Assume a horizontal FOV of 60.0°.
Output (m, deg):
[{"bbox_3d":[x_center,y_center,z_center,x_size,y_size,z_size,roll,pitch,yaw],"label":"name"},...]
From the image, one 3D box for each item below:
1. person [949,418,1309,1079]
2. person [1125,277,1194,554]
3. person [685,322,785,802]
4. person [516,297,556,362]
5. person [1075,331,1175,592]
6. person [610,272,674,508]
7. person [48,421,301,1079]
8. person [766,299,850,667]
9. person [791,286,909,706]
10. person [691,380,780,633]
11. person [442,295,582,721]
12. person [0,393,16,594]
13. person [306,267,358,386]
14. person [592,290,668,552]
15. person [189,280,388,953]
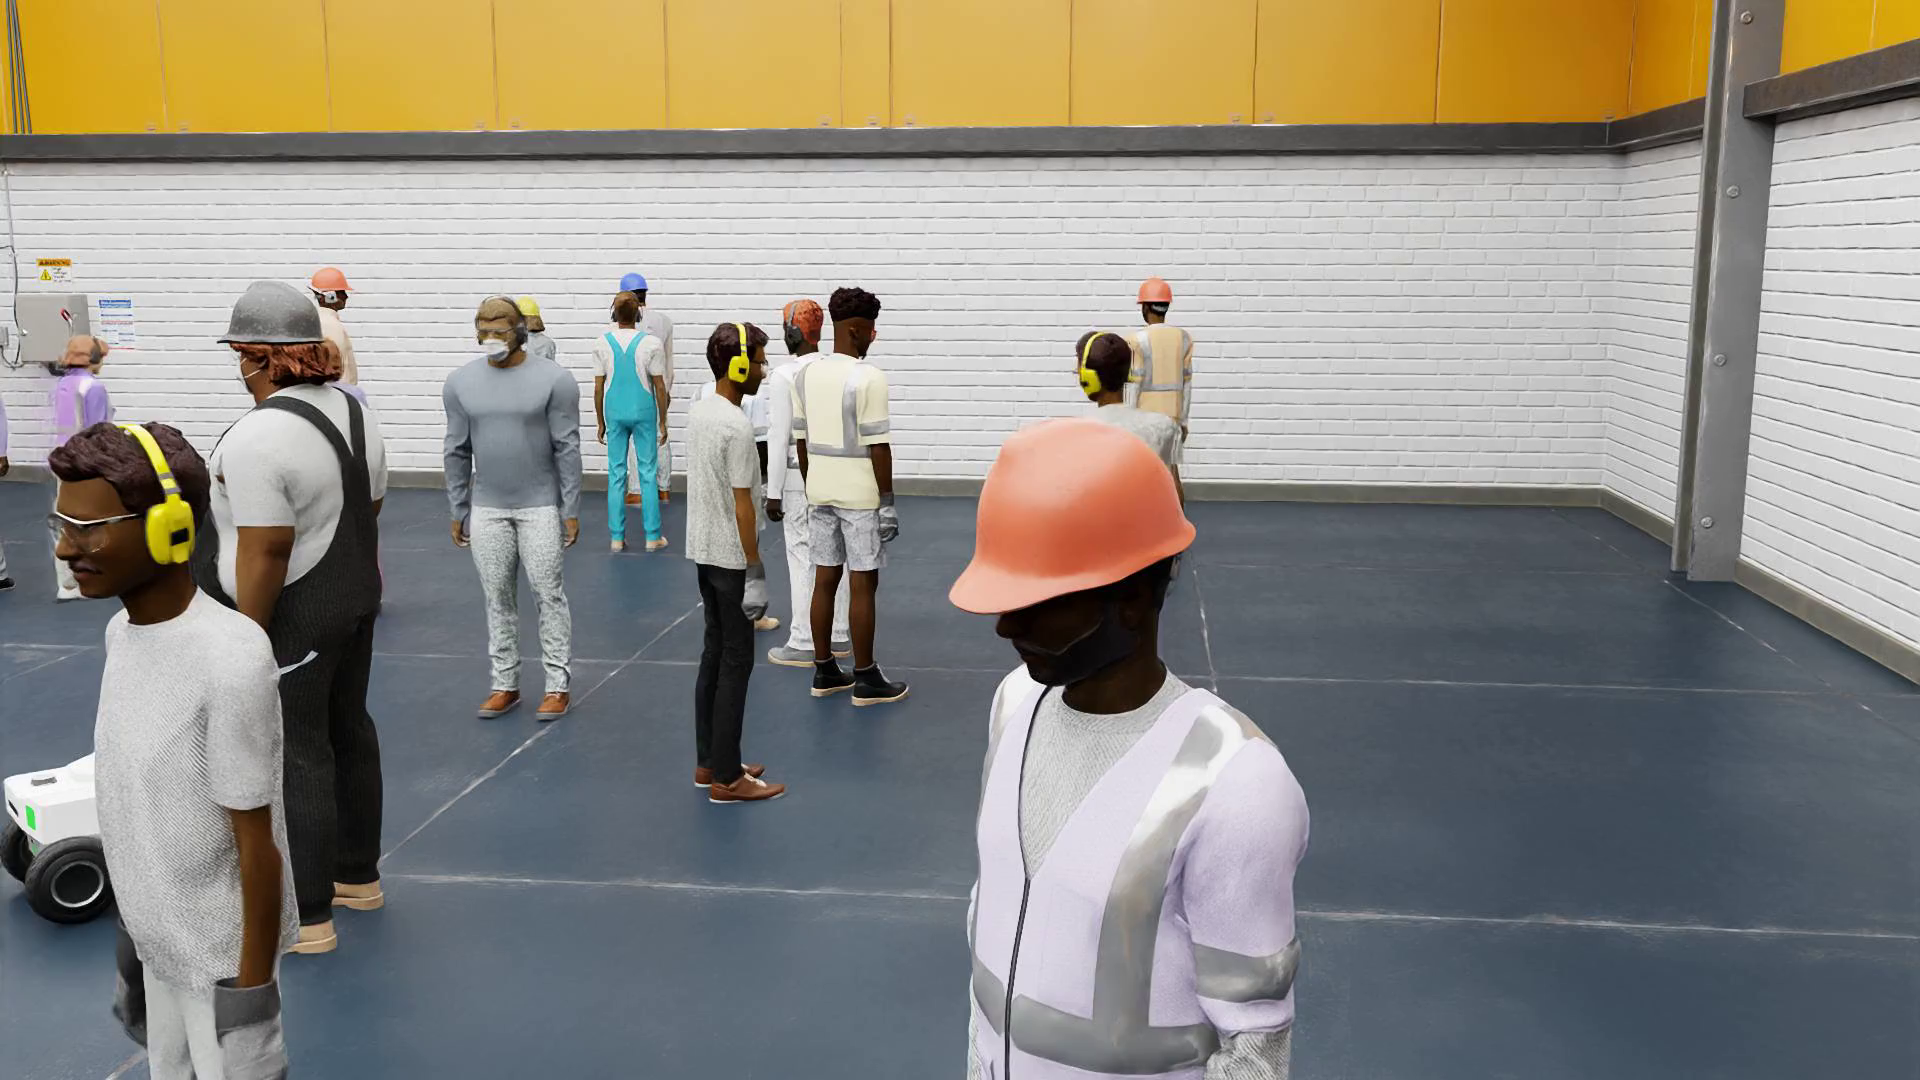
[{"bbox_3d":[0.164,0.801,2.151,0.375,1.927,0.543,-7,12,-35],"label":"person"},{"bbox_3d":[1.350,-0.849,11.578,0.551,1.933,0.378,-5,11,-27],"label":"person"},{"bbox_3d":[-0.876,0.093,6.424,0.347,1.857,0.525,-6,11,-29],"label":"person"},{"bbox_3d":[-3.502,-1.101,13.563,0.296,1.743,0.492,7,12,33],"label":"person"},{"bbox_3d":[0.601,0.108,6.430,0.519,1.822,0.876,-1,10,-5],"label":"person"},{"bbox_3d":[-2.639,-1.235,13.776,0.401,1.938,0.603,10,14,43],"label":"person"},{"bbox_3d":[-1.280,0.725,2.788,0.514,1.861,0.322,9,13,42],"label":"person"},{"bbox_3d":[-0.764,-0.288,8.535,0.351,1.880,0.576,8,12,37],"label":"person"},{"bbox_3d":[-0.516,-0.205,7.821,0.603,1.958,0.380,9,13,42],"label":"person"},{"bbox_3d":[-1.254,-0.324,9.250,0.537,1.696,0.317,7,12,34],"label":"person"},{"bbox_3d":[-2.024,-0.138,7.546,0.636,1.928,0.387,1,10,4],"label":"person"},{"bbox_3d":[-6.147,-0.554,10.187,0.587,1.830,0.403,-4,11,-20],"label":"person"},{"bbox_3d":[-4.706,-1.045,12.528,0.375,1.995,0.611,-8,13,-39],"label":"person"},{"bbox_3d":[-2.313,-0.829,11.718,0.510,1.846,0.341,0,10,-1],"label":"person"},{"bbox_3d":[-2.067,0.230,5.094,0.538,2.000,0.685,1,10,7],"label":"person"}]
